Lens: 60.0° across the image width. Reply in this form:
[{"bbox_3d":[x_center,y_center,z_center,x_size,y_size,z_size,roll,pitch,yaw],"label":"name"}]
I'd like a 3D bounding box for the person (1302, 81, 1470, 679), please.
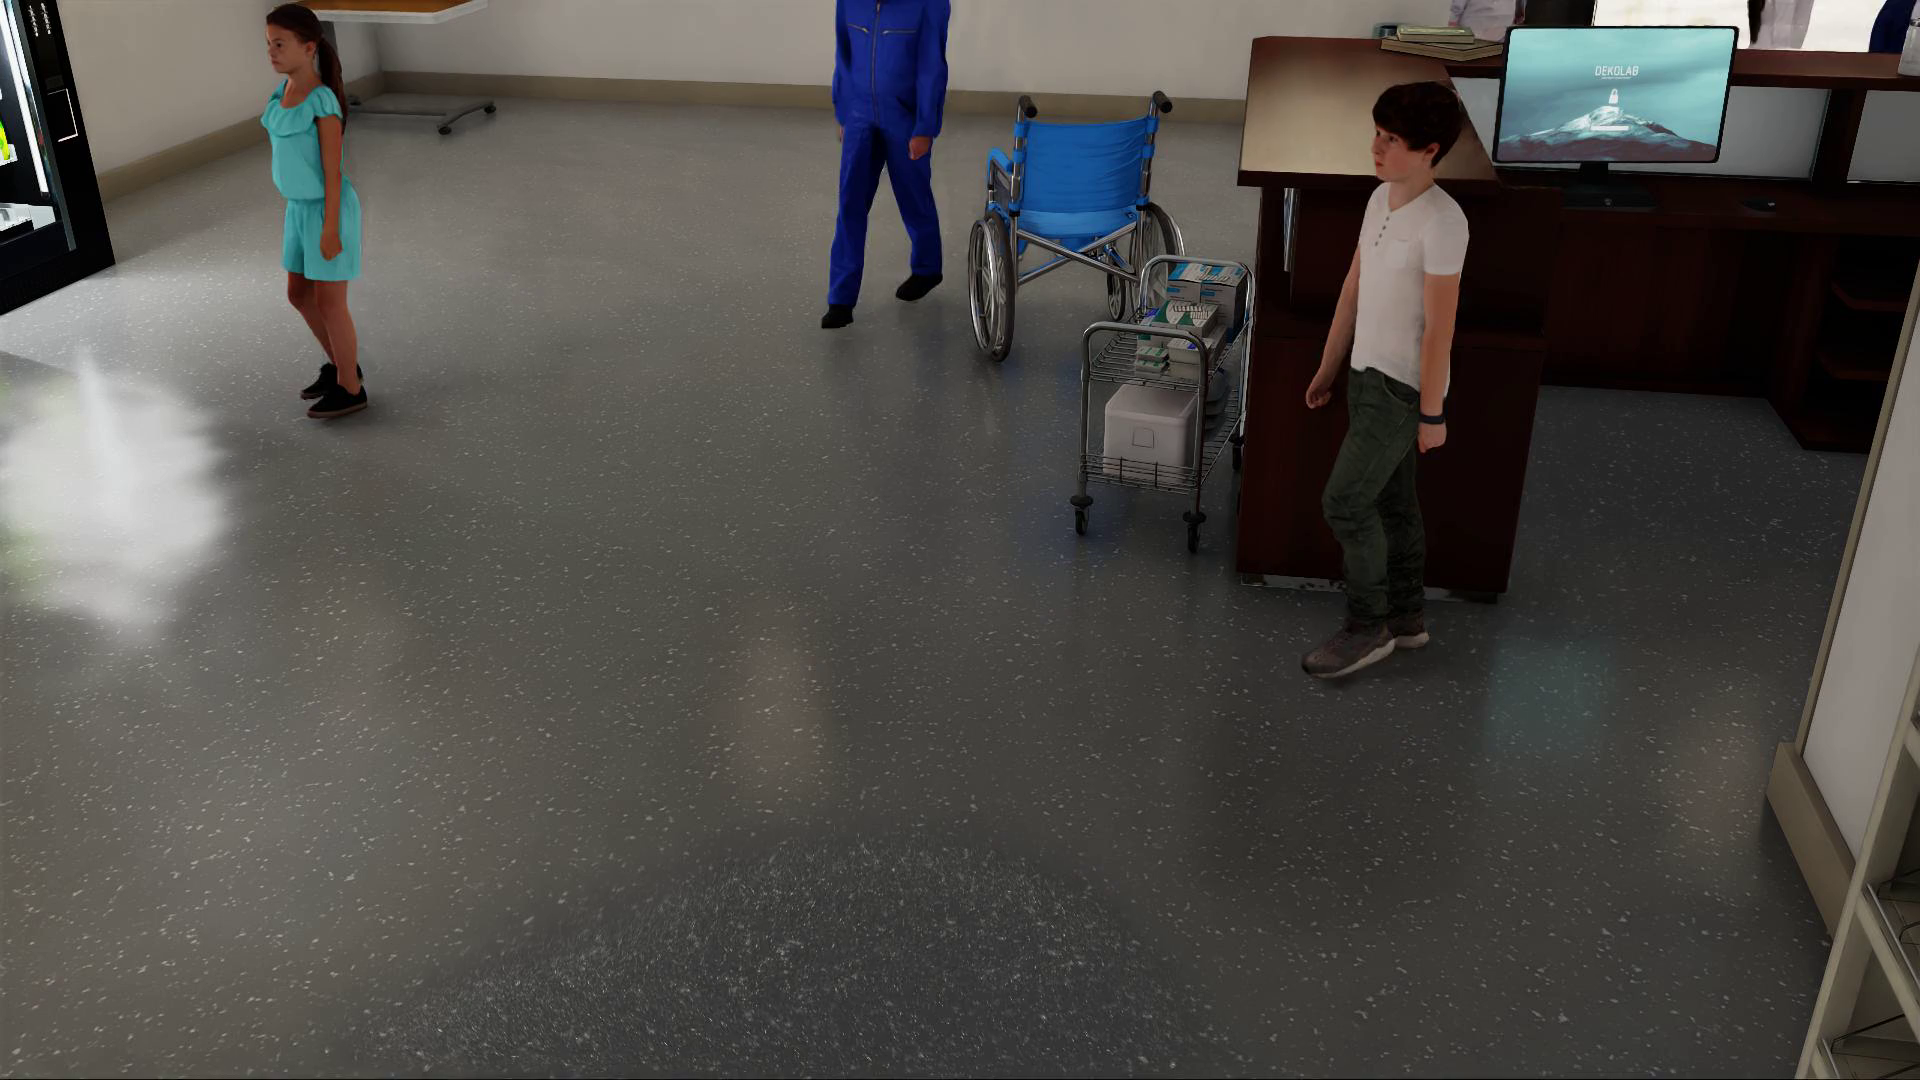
[{"bbox_3d":[1.258,-0.416,4.552,0.747,1.638,0.713,-5,26,-11],"label":"person"}]

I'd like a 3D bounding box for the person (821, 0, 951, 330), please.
[{"bbox_3d":[-0.260,-1.849,7.367,0.924,1.774,1.225,12,28,23],"label":"person"}]

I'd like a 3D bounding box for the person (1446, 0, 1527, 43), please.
[{"bbox_3d":[3.245,-3.179,10.082,0.846,1.812,0.922,-12,28,-24],"label":"person"}]

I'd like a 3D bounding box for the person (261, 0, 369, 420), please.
[{"bbox_3d":[-2.427,-1.264,6.405,0.701,1.557,0.750,23,34,39],"label":"person"}]
